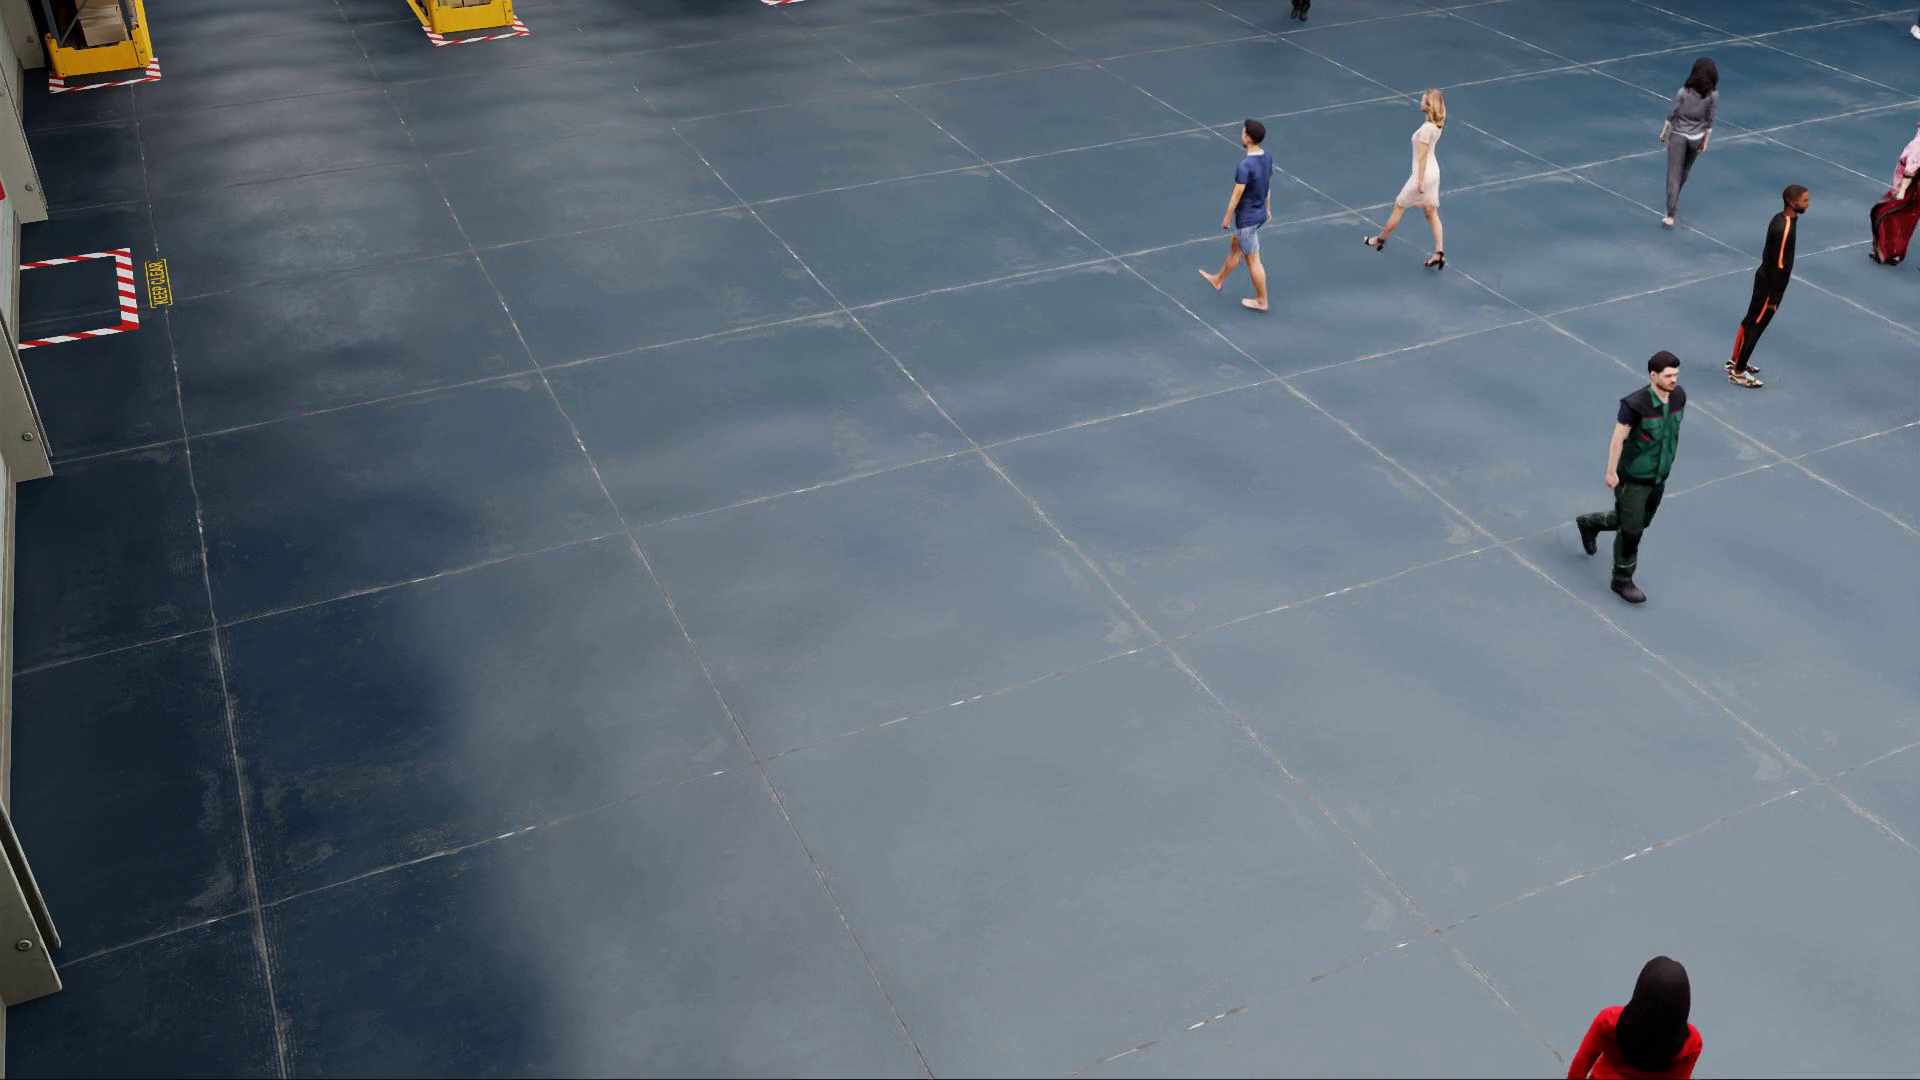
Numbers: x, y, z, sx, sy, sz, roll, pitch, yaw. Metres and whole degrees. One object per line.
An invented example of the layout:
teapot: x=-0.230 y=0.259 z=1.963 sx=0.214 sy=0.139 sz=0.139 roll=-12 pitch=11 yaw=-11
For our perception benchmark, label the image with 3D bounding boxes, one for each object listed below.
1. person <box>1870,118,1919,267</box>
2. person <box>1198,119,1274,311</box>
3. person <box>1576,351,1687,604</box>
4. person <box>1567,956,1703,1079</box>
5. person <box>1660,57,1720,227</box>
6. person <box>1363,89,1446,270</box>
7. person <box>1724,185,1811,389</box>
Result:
person: x=9.578 y=-3.505 z=16.633 sx=0.705 sy=1.628 sz=0.715 roll=-23 pitch=39 yaw=-31
person: x=2.814 y=-3.028 z=15.732 sx=1.179 sy=1.810 sz=0.962 roll=23 pitch=40 yaw=32
person: x=4.772 y=-0.512 z=11.799 sx=0.682 sy=1.880 sz=1.024 roll=-14 pitch=36 yaw=-21
person: x=2.897 y=2.548 z=7.245 sx=1.042 sy=1.715 sz=1.161 roll=7 pitch=34 yaw=11
person: x=7.665 y=-4.162 z=17.560 sx=1.075 sy=1.719 sz=1.213 roll=7 pitch=34 yaw=11
person: x=4.702 y=-3.547 z=16.557 sx=1.191 sy=1.781 sz=0.876 roll=26 pitch=41 yaw=34
person: x=7.055 y=-2.234 z=14.514 sx=0.762 sy=1.807 sz=0.693 roll=10 pitch=34 yaw=15
